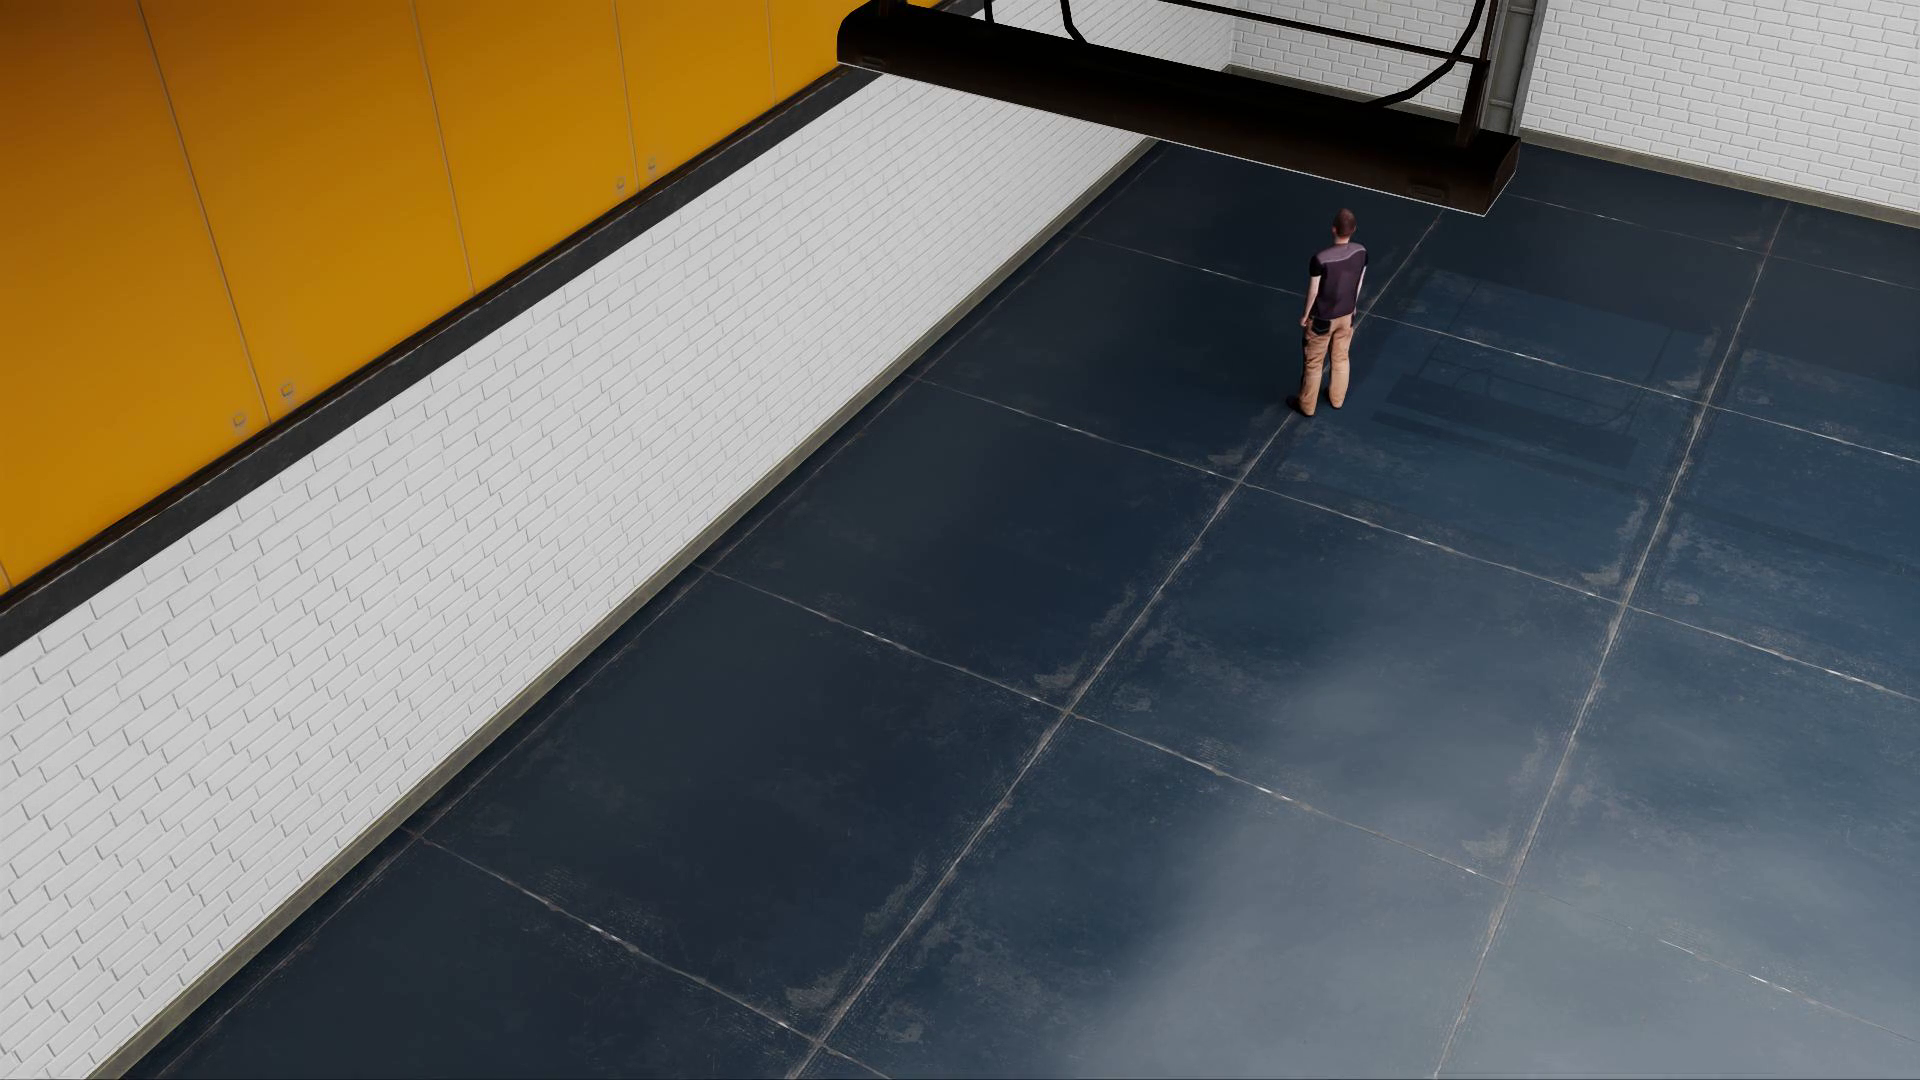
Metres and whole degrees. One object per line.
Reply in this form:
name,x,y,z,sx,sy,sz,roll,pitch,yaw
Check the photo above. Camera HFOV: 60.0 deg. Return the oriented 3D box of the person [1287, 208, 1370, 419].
person,3.008,-1.841,13.476,0.773,1.842,0.807,-14,41,-16
